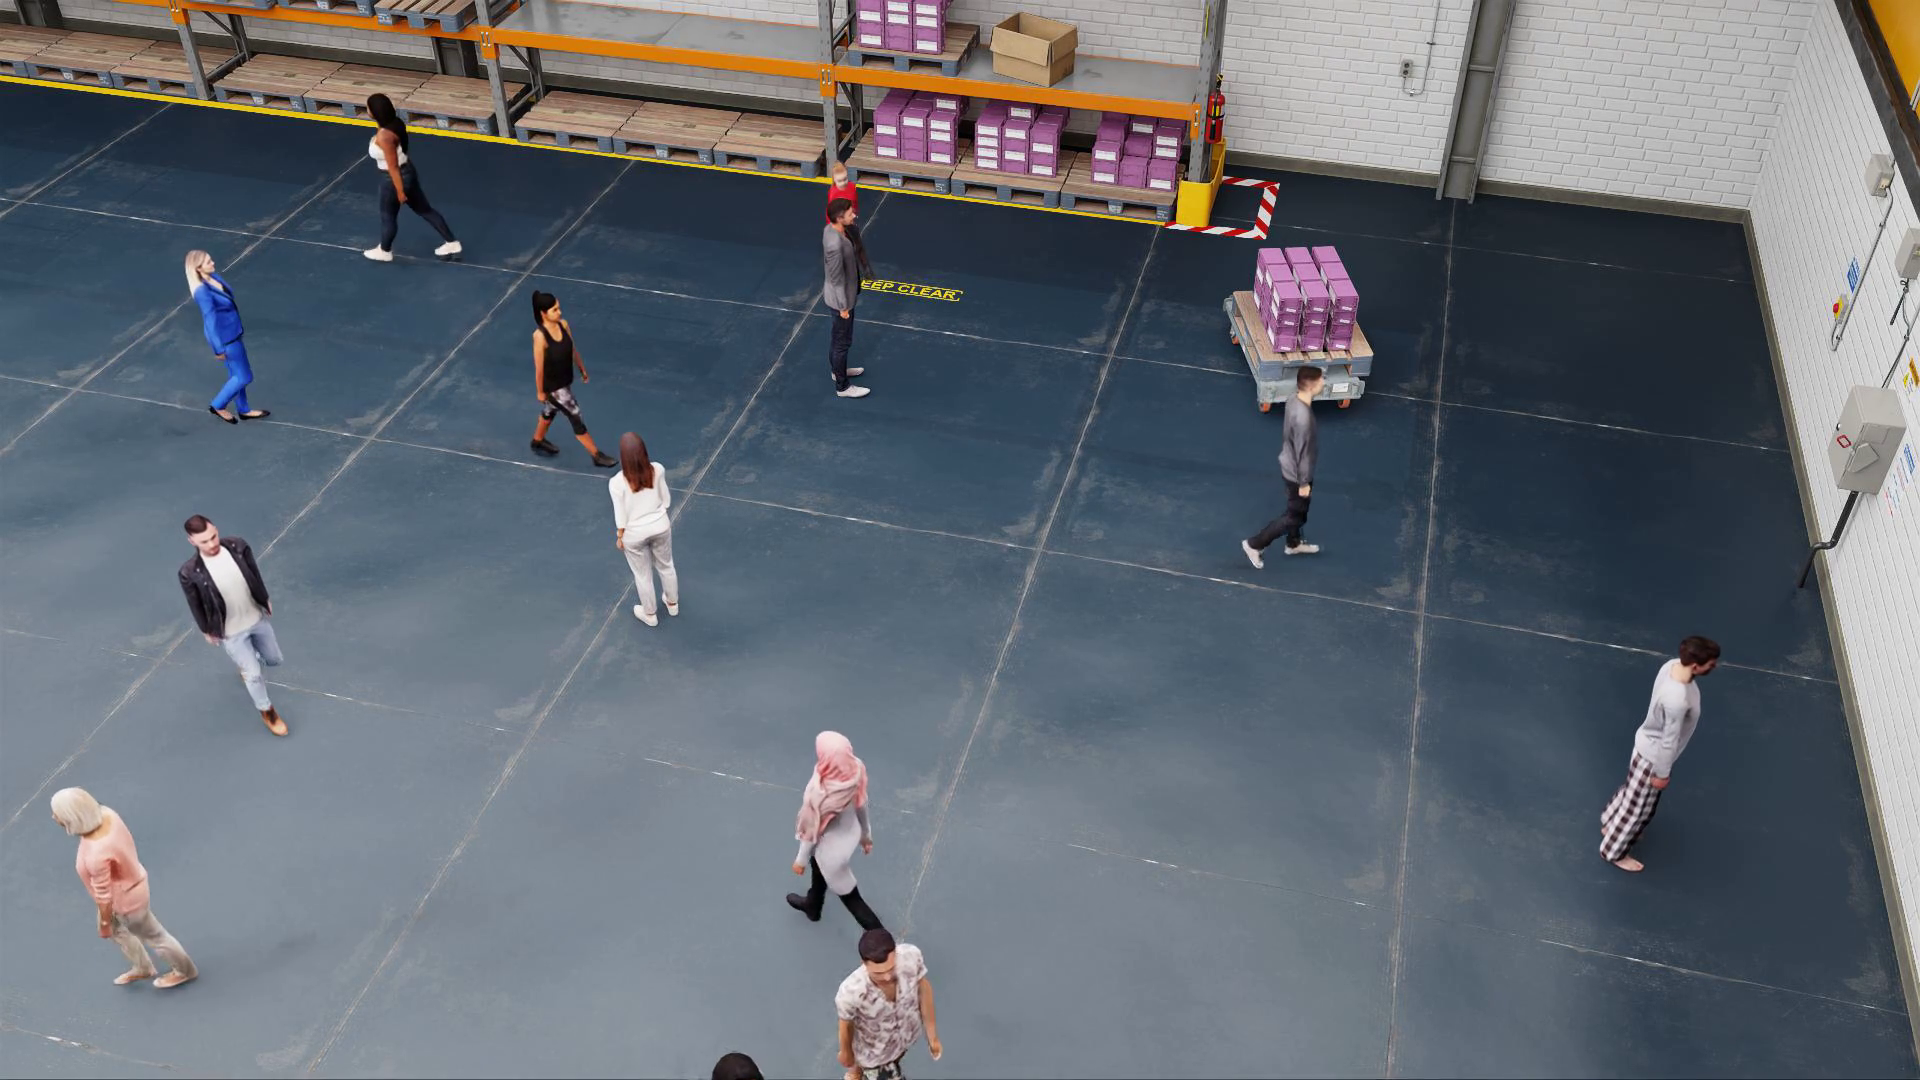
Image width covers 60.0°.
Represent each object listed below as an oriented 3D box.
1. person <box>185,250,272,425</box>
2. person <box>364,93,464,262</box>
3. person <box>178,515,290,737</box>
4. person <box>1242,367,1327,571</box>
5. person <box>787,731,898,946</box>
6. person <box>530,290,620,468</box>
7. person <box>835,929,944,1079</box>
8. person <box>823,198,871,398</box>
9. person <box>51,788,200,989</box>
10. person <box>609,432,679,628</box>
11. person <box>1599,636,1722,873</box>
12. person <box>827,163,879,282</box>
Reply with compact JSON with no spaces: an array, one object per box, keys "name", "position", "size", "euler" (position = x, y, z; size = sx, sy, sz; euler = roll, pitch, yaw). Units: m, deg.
[{"name":"person","position":[-6.384,-1.705,14.211],"size":[0.847,1.691,0.788],"euler":[-12,40,-15]},{"name":"person","position":[-5.434,-3.534,16.447],"size":[1.265,1.759,0.851],"euler":[1,39,2]},{"name":"person","position":[-4.943,0.525,11.316],"size":[0.986,1.819,0.863],"euler":[27,46,30]},{"name":"person","position":[2.524,-0.536,12.694],"size":[0.952,1.756,0.769],"euler":[0,39,0]},{"name":"person","position":[-0.645,1.850,9.703],"size":[1.261,1.761,0.860],"euler":[20,43,24]},{"name":"person","position":[-3.409,-1.326,13.796],"size":[1.073,1.617,0.615],"euler":[10,40,13]},{"name":"person","position":[-0.454,2.558,8.816],"size":[1.043,1.762,1.237],"euler":[-30,48,-32]},{"name":"person","position":[-1.039,-2.152,14.626],"size":[0.745,1.872,0.775],"euler":[-6,39,-7]},{"name":"person","position":[-4.712,2.001,9.553],"size":[0.855,1.711,0.790],"euler":[-13,41,-16]},{"name":"person","position":[-2.304,-0.087,12.188],"size":[0.685,1.688,0.728],"euler":[-24,44,-27]},{"name":"person","position":[4.310,1.301,10.323],"size":[0.563,1.846,0.636],"euler":[14,41,16]},{"name":"person","position":[-1.193,-3.119,16.338],"size":[0.786,1.247,0.906],"euler":[-29,47,-31]}]
